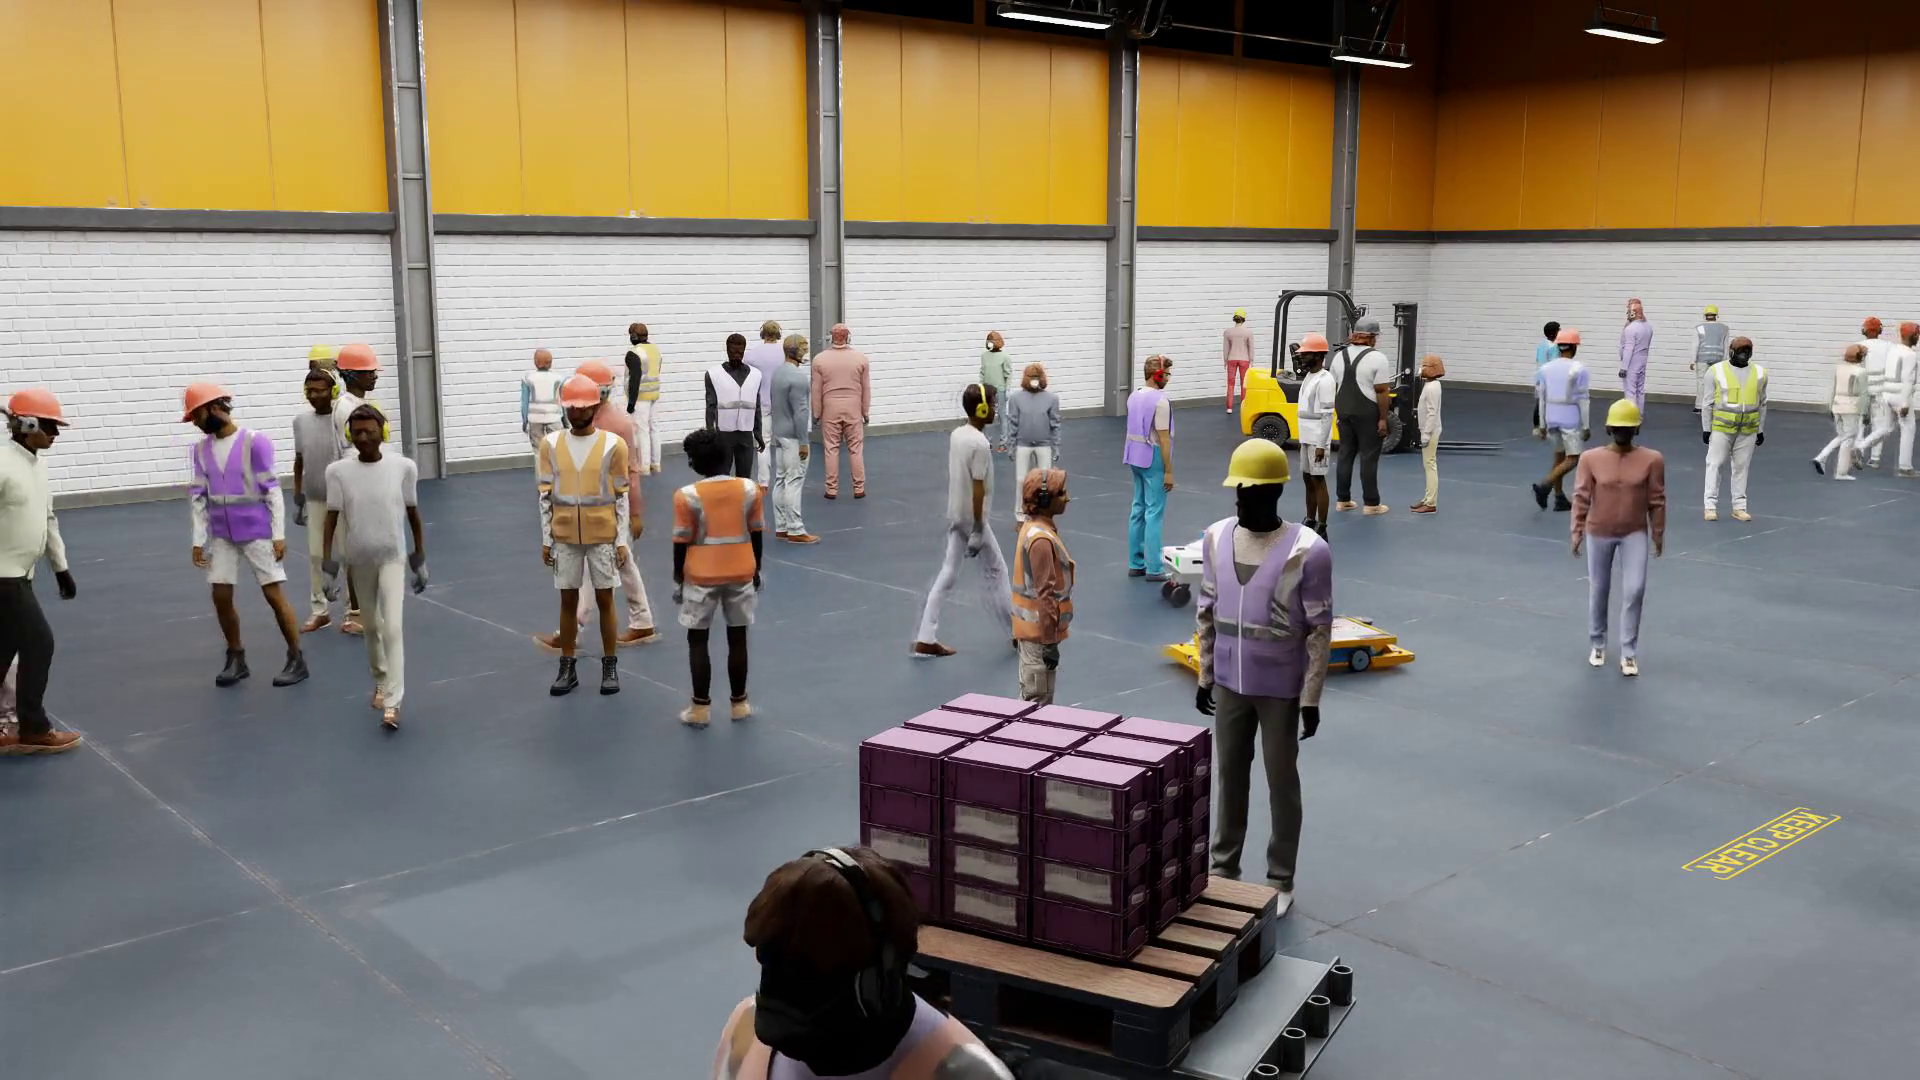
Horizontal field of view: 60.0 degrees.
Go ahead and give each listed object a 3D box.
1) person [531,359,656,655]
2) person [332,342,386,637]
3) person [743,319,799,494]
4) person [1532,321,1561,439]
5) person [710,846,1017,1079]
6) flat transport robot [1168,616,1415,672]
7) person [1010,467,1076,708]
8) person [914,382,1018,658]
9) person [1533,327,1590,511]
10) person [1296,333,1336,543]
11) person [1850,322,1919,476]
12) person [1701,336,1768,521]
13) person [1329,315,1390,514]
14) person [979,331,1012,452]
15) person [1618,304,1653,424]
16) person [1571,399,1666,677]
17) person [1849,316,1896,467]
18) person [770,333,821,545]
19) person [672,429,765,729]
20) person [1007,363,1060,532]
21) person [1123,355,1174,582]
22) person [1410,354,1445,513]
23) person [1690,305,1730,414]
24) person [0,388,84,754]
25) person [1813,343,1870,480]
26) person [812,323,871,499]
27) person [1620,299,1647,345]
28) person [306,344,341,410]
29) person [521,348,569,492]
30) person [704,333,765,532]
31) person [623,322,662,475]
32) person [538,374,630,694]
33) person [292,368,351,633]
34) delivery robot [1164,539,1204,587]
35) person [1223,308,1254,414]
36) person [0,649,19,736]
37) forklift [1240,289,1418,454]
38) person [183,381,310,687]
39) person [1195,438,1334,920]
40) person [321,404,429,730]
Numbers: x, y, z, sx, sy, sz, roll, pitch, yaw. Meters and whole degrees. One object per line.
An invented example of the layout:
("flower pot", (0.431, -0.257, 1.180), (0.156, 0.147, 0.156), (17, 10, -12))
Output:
("person", (-2.465, -0.211, 11.014), (0.980, 1.946, 0.660), (-6, 12, -33))
("person", (-4.140, -0.347, 11.565), (0.374, 2.042, 0.615), (-3, 10, -17))
("person", (-2.089, -1.470, 18.466), (0.640, 1.938, 0.394), (-3, 10, -18))
("person", (8.520, -2.317, 24.109), (0.318, 1.695, 0.539), (-1, 10, -4))
("person", (-0.152, 1.322, 2.409), (0.653, 1.831, 0.453), (8, 13, 41))
("flat transport robot", (2.134, 0.681, 10.725), (1.431, 0.197, 0.652), (-3, 10, -17))
("person", (0.395, 0.463, 8.000), (0.309, 1.641, 0.514), (-1, 10, -3))
("person", (0.122, -0.130, 10.963), (0.980, 1.820, 0.513), (-5, 11, -29))
("person", (6.139, -1.219, 17.016), (0.724, 1.919, 0.560), (-6, 12, -33))
("person", (3.236, -0.931, 15.290), (0.360, 1.939, 0.543), (-2, 10, -9))
("person", (11.166, -1.680, 19.944), (0.759, 1.858, 0.595), (0, 10, 1))
("person", (7.726, -1.107, 16.601), (0.627, 1.845, 0.429), (1, 10, 4))
("person", (4.159, -1.296, 17.127), (0.536, 2.000, 0.683), (-8, 12, -38))
("person", (0.471, -1.996, 22.412), (0.501, 1.633, 0.286), (7, 12, 36))
("person", (10.383, -2.690, 25.688), (0.638, 1.907, 0.408), (-8, 13, -40))
("person", (4.138, -0.012, 10.475), (0.552, 1.743, 0.713), (3, 10, 19))
("person", (11.335, -1.840, 20.762), (0.573, 1.887, 0.354), (1, 10, 5))
("person", (-1.540, -0.925, 15.261), (0.375, 1.936, 0.628), (-5, 11, -27))
("person", (-1.346, 0.219, 9.313), (0.560, 1.686, 0.336), (-5, 11, -26))
("person", (0.701, -0.879, 15.900), (0.502, 1.627, 0.278), (0, 10, 0))
("person", (1.541, -0.579, 13.521), (0.390, 1.838, 0.563), (-4, 11, -24))
("person", (4.808, -1.089, 17.100), (0.280, 1.636, 0.500), (3, 10, 14))
("person", (12.510, -3.008, 27.785), (0.586, 1.825, 0.404), (1, 10, 9))
("person", (-5.010, 0.172, 8.834), (0.728, 1.933, 0.643), (-2, 10, -11))
("person", (10.385, -1.490, 19.499), (0.419, 1.625, 0.517), (-2, 10, -9))
("person", (-1.289, -1.392, 18.079), (0.639, 1.911, 0.402), (-1, 10, -6))
("person", (11.601, -3.206, 28.714), (0.399, 1.905, 0.642), (7, 12, 35))
("person", (-6.568, -1.162, 17.238), (0.510, 1.727, 0.385), (9, 13, 43))
("person", (-4.608, -1.316, 18.484), (0.520, 1.624, 0.522), (-3, 10, -15))
("person", (-2.136, -0.999, 15.767), (0.588, 1.913, 0.390), (-6, 12, -33))
("person", (-3.846, -1.702, 20.091), (0.429, 1.840, 0.632), (3, 10, 19))
("person", (-2.257, -0.027, 10.002), (0.542, 1.938, 0.358), (0, 10, -1))
("person", (-4.429, -0.274, 11.657), (0.530, 1.866, 0.313), (0, 10, 2))
("delivery robot", (1.915, 0.164, 12.636), (0.707, 0.478, 0.477), (-1, 10, -10))
("person", (4.657, -2.982, 27.801), (0.524, 1.769, 0.308), (3, 10, 19))
("person", (-5.351, 0.172, 8.944), (0.638, 1.902, 0.407), (1, 10, 4))
("forklift", (5.034, -2.339, 22.783), (2.313, 2.155, 1.214), (3, 10, 16))
("person", (-4.399, -0.036, 10.207), (0.607, 1.883, 0.370), (2, 10, 11))
("person", (1.186, 0.553, 6.634), (0.589, 1.928, 0.386), (9, 13, 41))
("person", (-3.319, 0.136, 9.408), (0.560, 1.814, 0.996), (-2, 10, -13))
